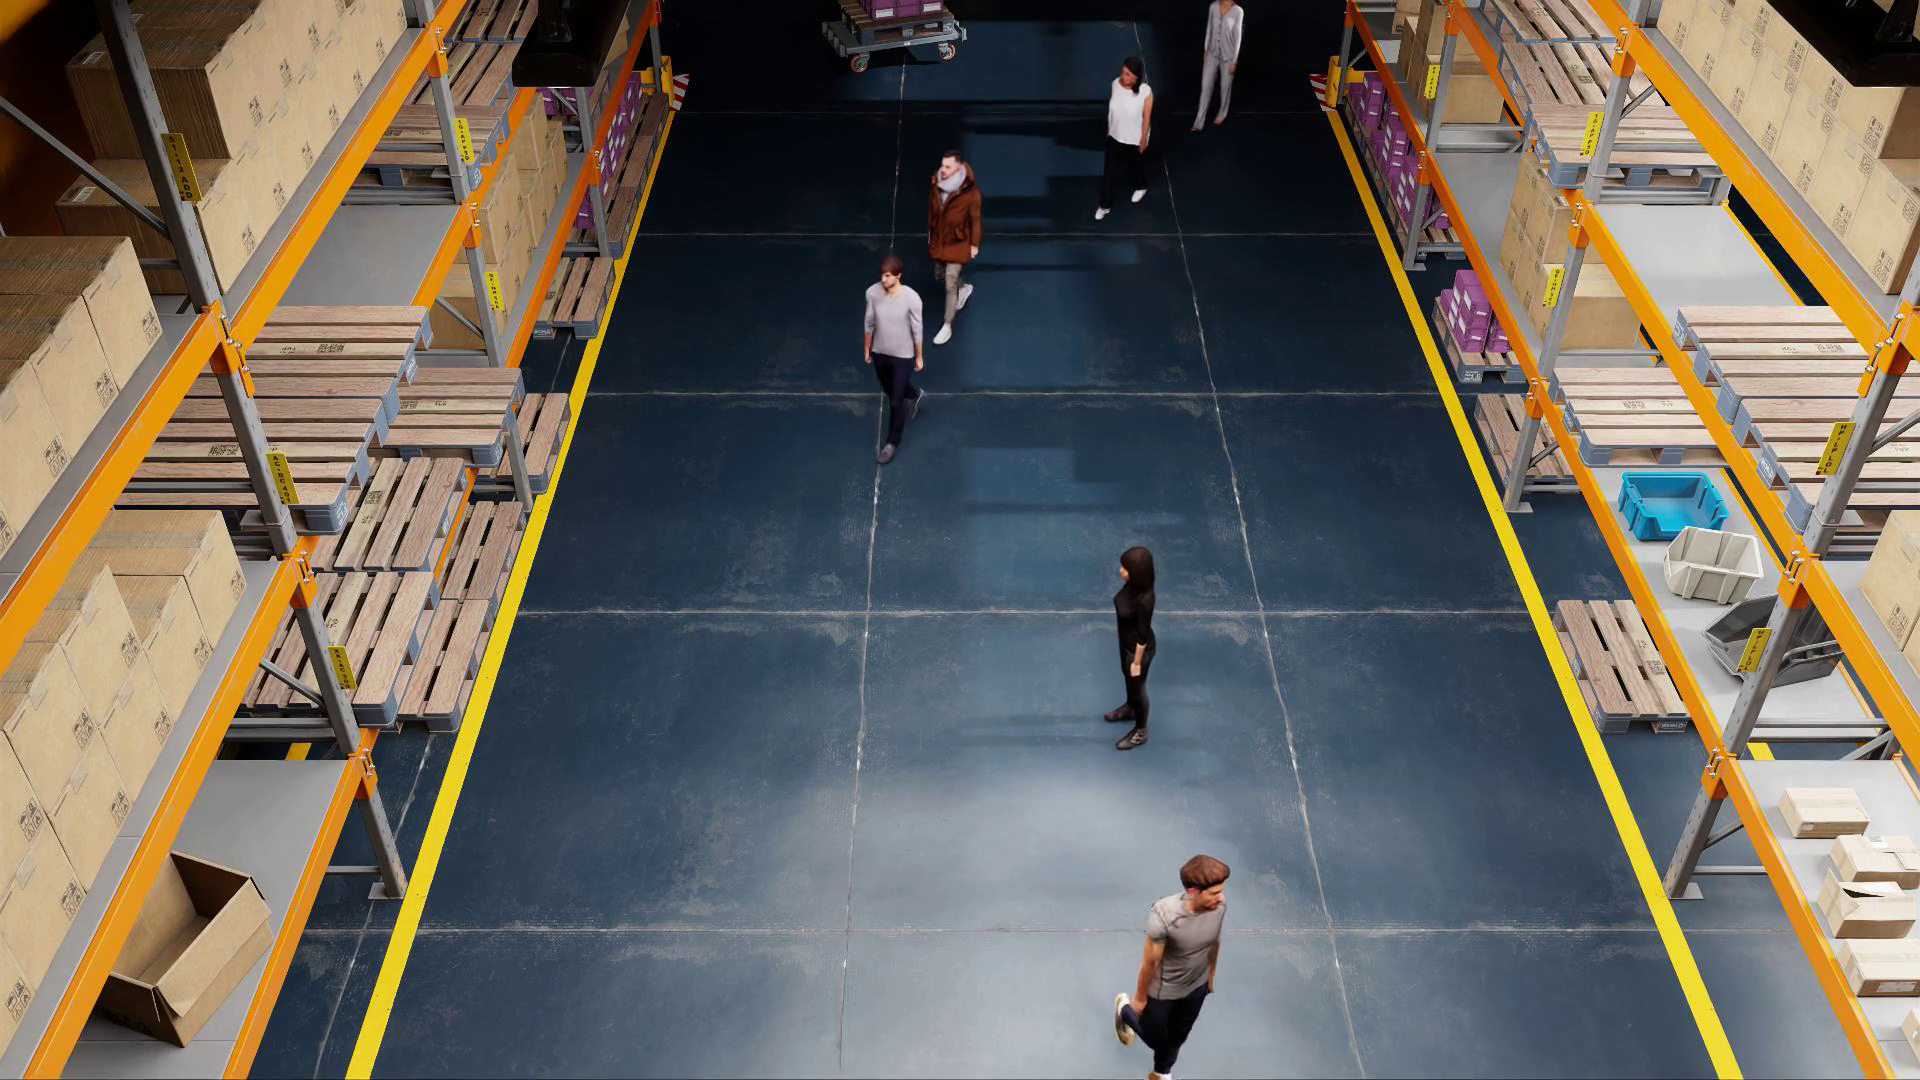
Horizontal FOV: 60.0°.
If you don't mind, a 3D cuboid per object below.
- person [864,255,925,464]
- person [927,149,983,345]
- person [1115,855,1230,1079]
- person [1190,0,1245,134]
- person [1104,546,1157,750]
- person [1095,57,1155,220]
[{"bbox_3d":[-0.499,-1.596,13.902,1.005,1.813,1.228,19,42,22],"label":"person"},{"bbox_3d":[-0.050,-2.777,15.381,1.079,1.812,1.213,24,45,27],"label":"person"},{"bbox_3d":[1.105,2.310,8.964,0.909,1.872,1.041,-16,41,-19],"label":"person"},{"bbox_3d":[3.013,-5.525,18.880,0.939,1.741,1.129,20,43,23],"label":"person"},{"bbox_3d":[1.188,0.694,11.174,0.663,1.638,0.505,-8,39,-10],"label":"person"},{"bbox_3d":[1.790,-4.220,17.320,1.032,1.647,1.188,24,44,27],"label":"person"}]
